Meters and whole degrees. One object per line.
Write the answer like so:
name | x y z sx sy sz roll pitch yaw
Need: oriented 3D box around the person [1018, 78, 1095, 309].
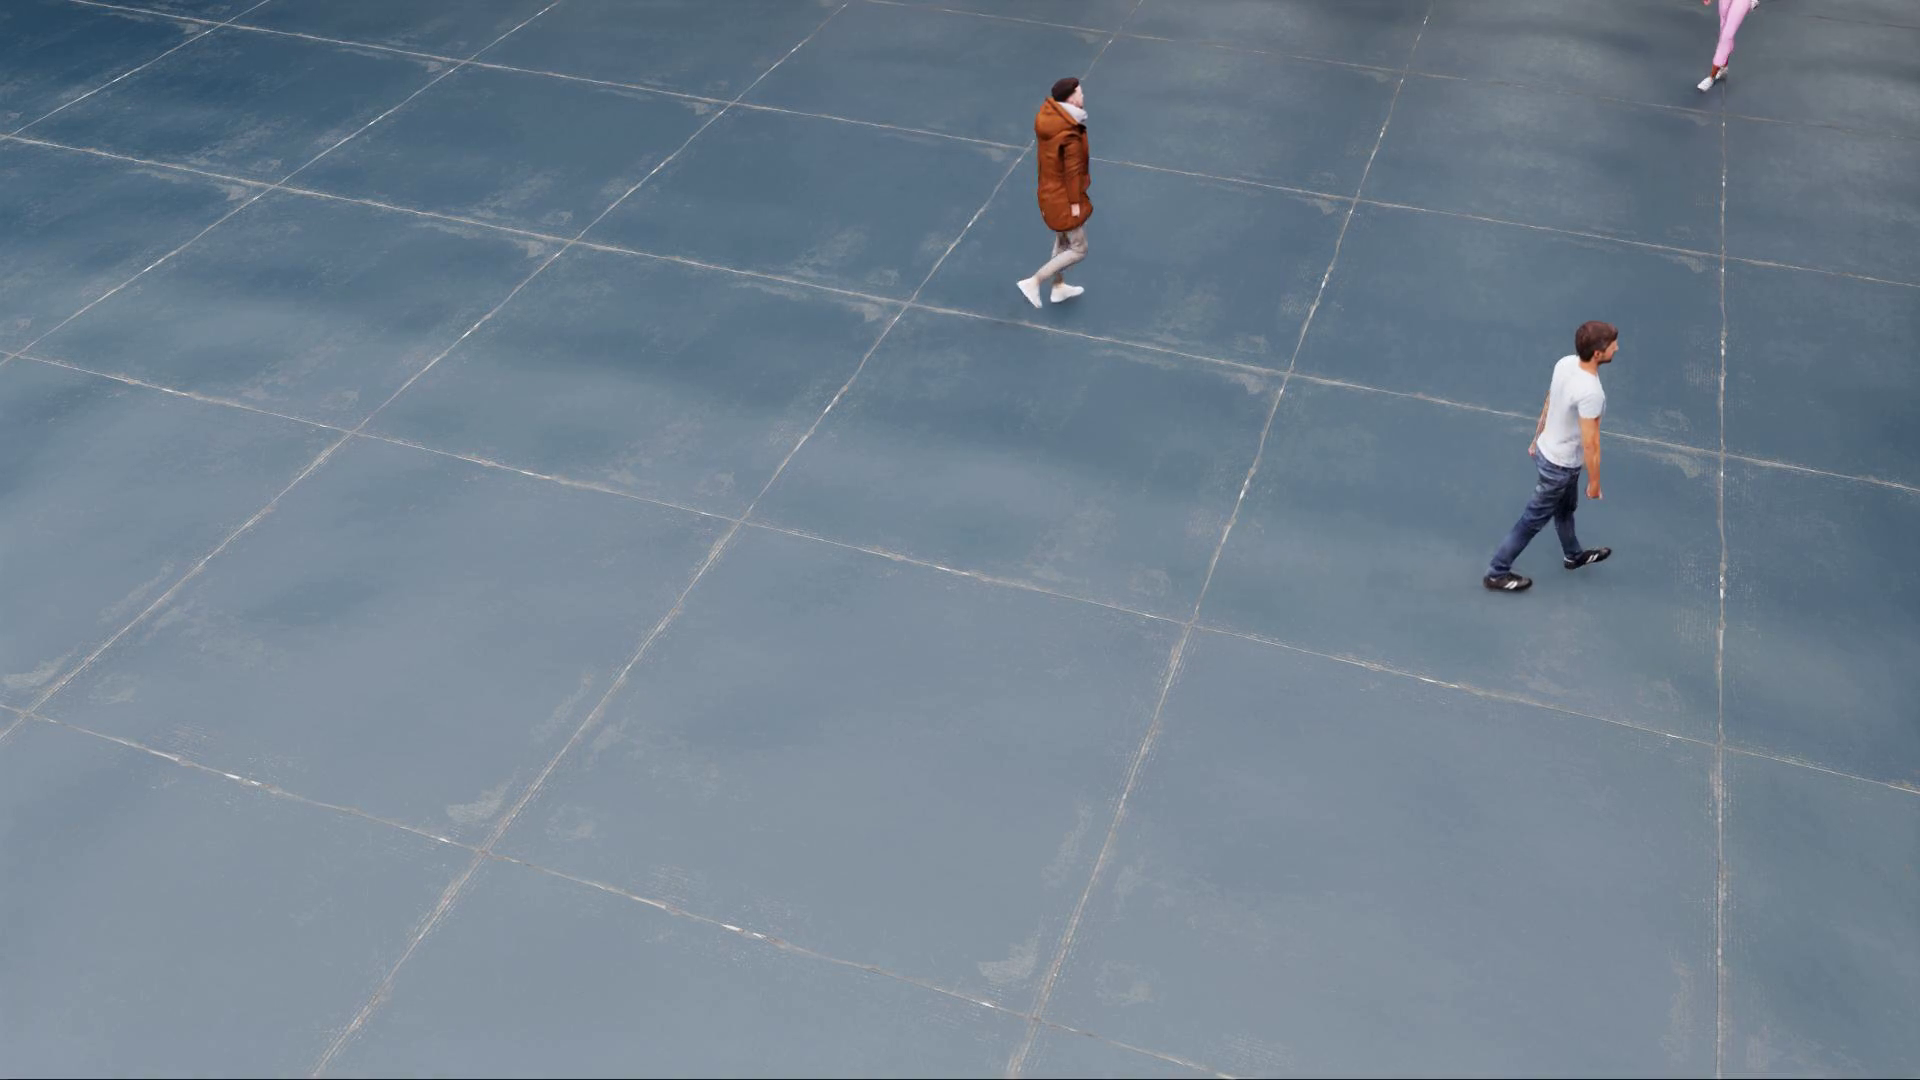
person | 0.699 -2.535 12.420 1.018 1.823 0.966 -14 40 -17

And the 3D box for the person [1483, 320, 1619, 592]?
person | 3.417 -0.449 9.742 0.947 1.836 1.082 -1 38 -1

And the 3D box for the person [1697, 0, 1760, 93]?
person | 7.494 -5.227 15.949 1.038 1.715 0.873 -27 45 -30
